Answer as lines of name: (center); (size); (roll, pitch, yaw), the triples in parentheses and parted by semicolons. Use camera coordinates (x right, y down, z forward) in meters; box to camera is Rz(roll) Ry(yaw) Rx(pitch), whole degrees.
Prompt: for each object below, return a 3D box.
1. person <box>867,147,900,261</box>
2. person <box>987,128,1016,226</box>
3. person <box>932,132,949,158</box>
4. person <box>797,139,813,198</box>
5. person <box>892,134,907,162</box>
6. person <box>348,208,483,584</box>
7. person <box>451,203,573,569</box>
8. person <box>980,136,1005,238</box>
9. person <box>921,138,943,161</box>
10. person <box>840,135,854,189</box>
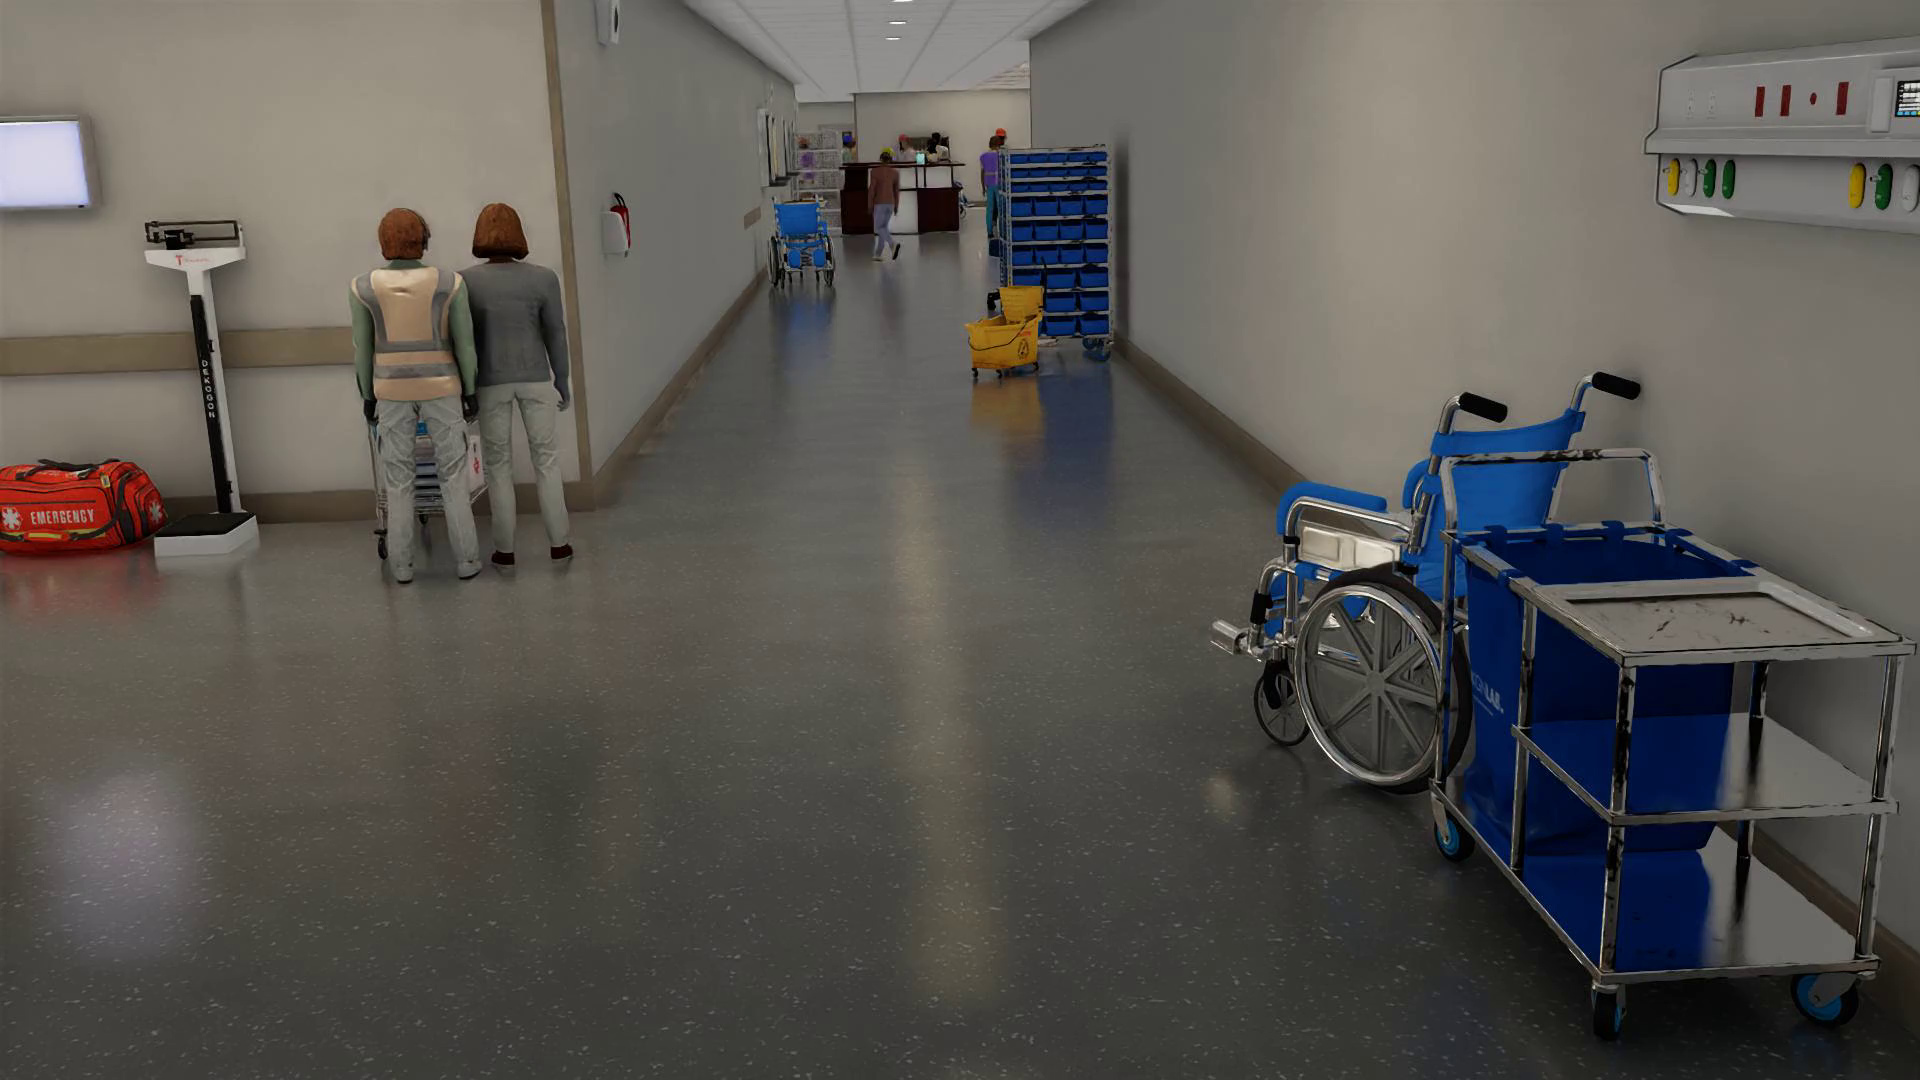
person: (-1.113, -5.124, 25.440); (0.562, 1.715, 0.703); (-13, 17, -38)
person: (0.850, -7.489, 34.353); (0.608, 1.997, 0.374); (0, 14, 6)
person: (-0.557, -9.167, 41.478); (0.605, 1.966, 0.367); (-4, 14, -8)
person: (-3.966, -9.078, 41.592); (0.602, 1.922, 0.580); (0, 14, 6)
person: (-1.364, -8.939, 40.724); (0.549, 1.929, 0.384); (-5, 14, -14)
person: (-2.361, -0.616, 7.257); (0.517, 1.632, 0.314); (-4, 14, -9)
person: (-2.008, -0.683, 7.479); (0.507, 1.632, 0.264); (-6, 14, -18)
person: (0.643, -6.458, 30.477); (0.563, 1.837, 0.389); (5, 15, 25)
person: (-0.622, -8.204, 37.817); (0.625, 1.838, 0.430); (-10, 16, -32)
person: (-2.898, -9.448, 42.948); (0.400, 1.949, 0.605); (-5, 14, -15)
